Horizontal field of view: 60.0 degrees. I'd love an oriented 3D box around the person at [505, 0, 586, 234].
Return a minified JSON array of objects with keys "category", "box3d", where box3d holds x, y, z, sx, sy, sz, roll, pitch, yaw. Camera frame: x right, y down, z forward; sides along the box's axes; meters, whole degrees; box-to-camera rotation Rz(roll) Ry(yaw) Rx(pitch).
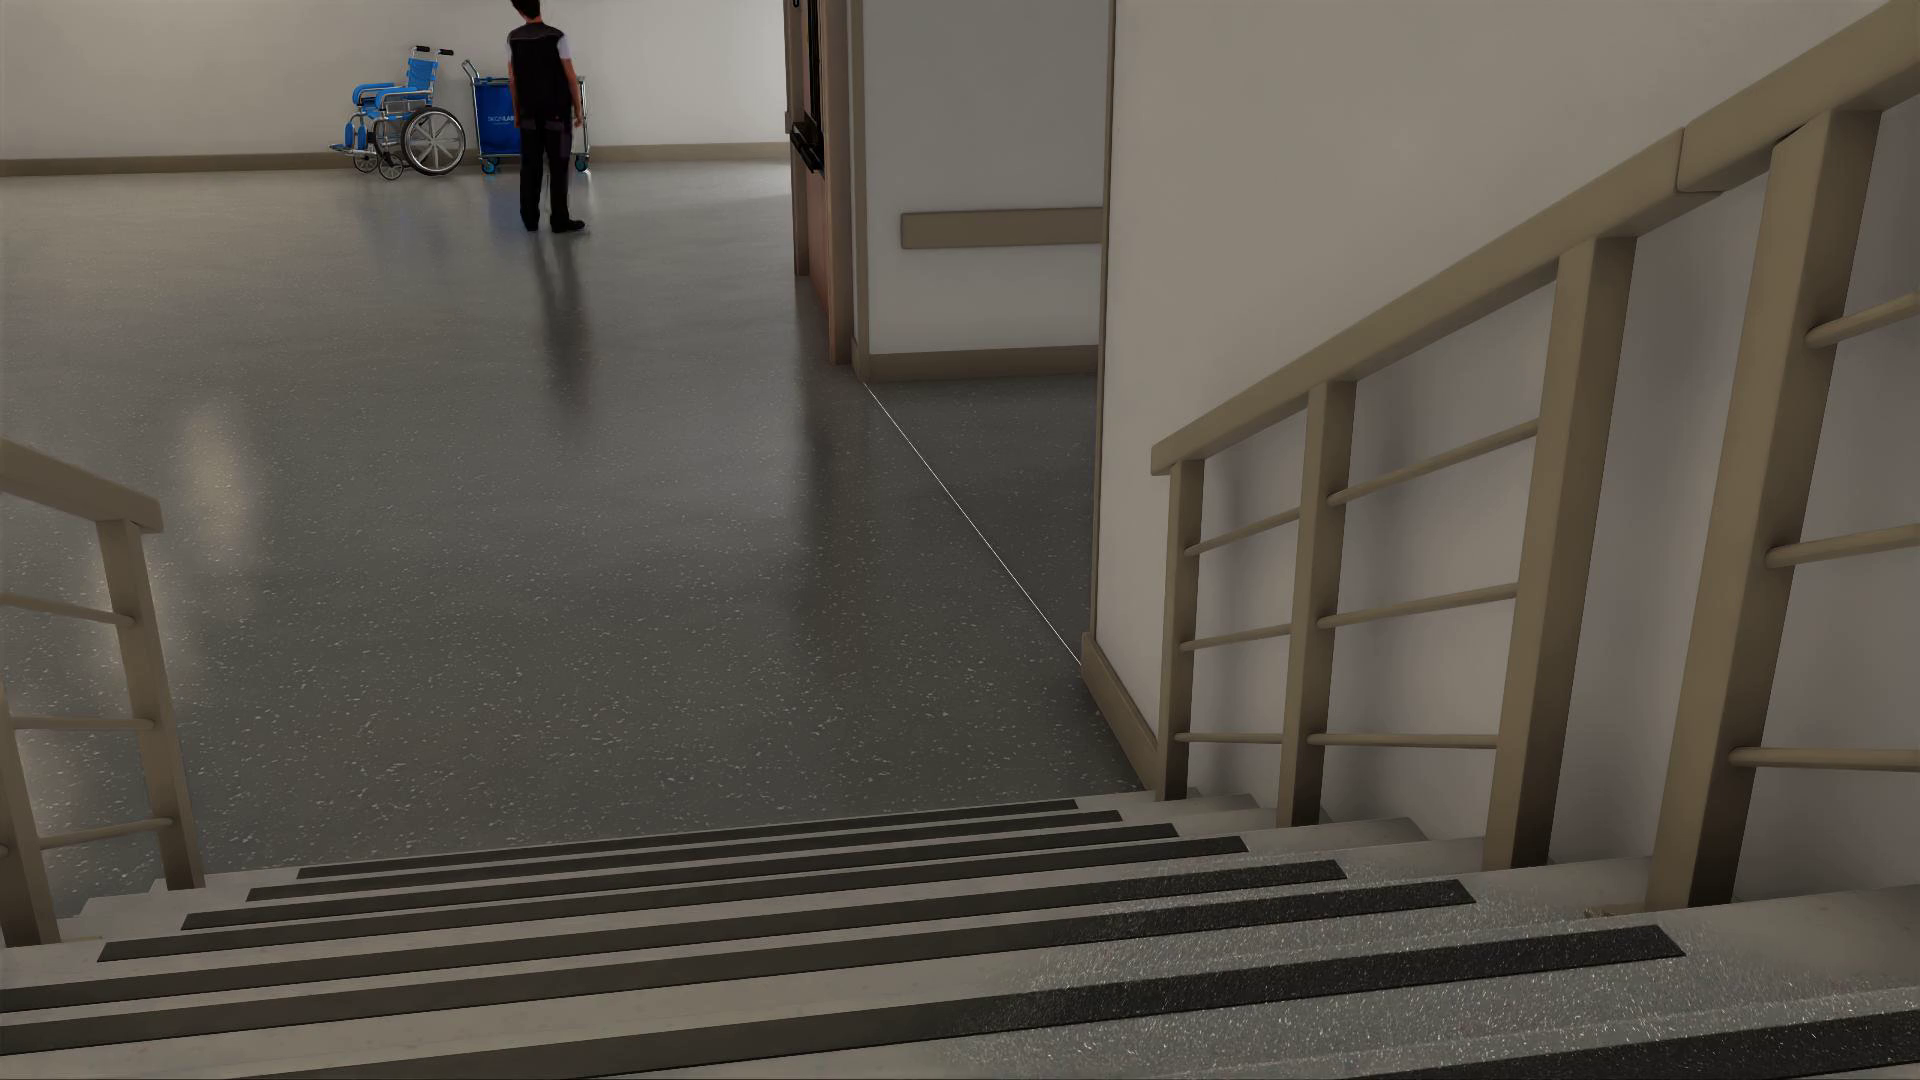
[{"category":"person","box3d":[-3.194,-3.299,12.829,0.766,1.834,0.696,8,22,21]}]
